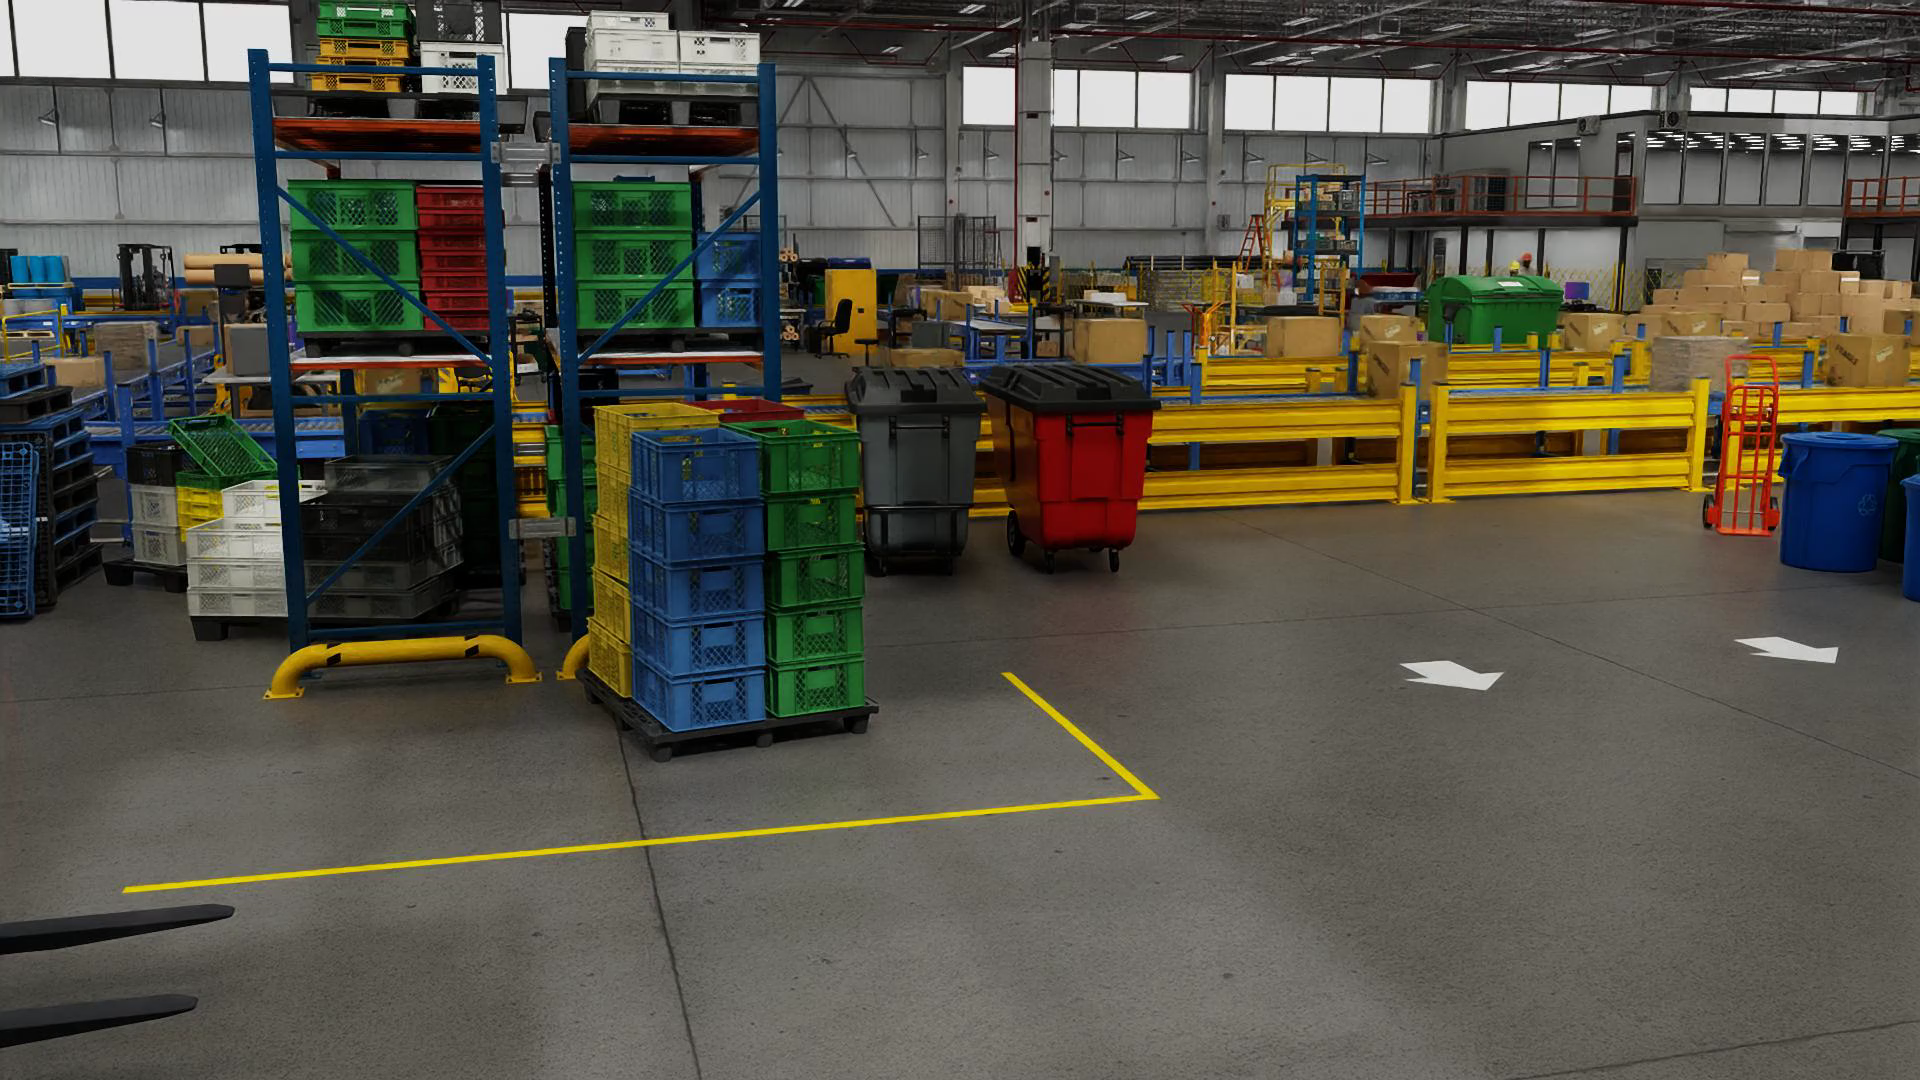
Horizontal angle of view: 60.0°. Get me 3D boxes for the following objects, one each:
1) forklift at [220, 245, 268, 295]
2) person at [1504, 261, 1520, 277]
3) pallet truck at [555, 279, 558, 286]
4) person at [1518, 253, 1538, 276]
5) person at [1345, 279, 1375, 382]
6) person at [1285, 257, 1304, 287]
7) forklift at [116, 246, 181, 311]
[{"bbox_3d":[-17.749,-6.334,41.440,1.157,1.987,2.680,-3,10,-17],"label":"forklift"},{"bbox_3d":[11.722,-5.001,35.277,0.595,1.824,0.404,6,12,30],"label":"person"},{"bbox_3d":[-10.604,-6.375,44.520,0.653,1.274,1.630,-3,10,-15],"label":"pallet truck"},{"bbox_3d":[13.461,-5.830,39.539,0.663,1.960,0.857,0,10,-1],"label":"person"},{"bbox_3d":[6.111,-3.178,25.511,0.347,1.622,0.507,-4,11,-22],"label":"person"},{"bbox_3d":[7.231,-5.150,35.939,1.006,1.880,0.580,-1,10,-5],"label":"person"},{"bbox_3d":[-19.966,-6.232,40.894,1.157,1.987,2.680,-3,10,-15],"label":"forklift"}]
